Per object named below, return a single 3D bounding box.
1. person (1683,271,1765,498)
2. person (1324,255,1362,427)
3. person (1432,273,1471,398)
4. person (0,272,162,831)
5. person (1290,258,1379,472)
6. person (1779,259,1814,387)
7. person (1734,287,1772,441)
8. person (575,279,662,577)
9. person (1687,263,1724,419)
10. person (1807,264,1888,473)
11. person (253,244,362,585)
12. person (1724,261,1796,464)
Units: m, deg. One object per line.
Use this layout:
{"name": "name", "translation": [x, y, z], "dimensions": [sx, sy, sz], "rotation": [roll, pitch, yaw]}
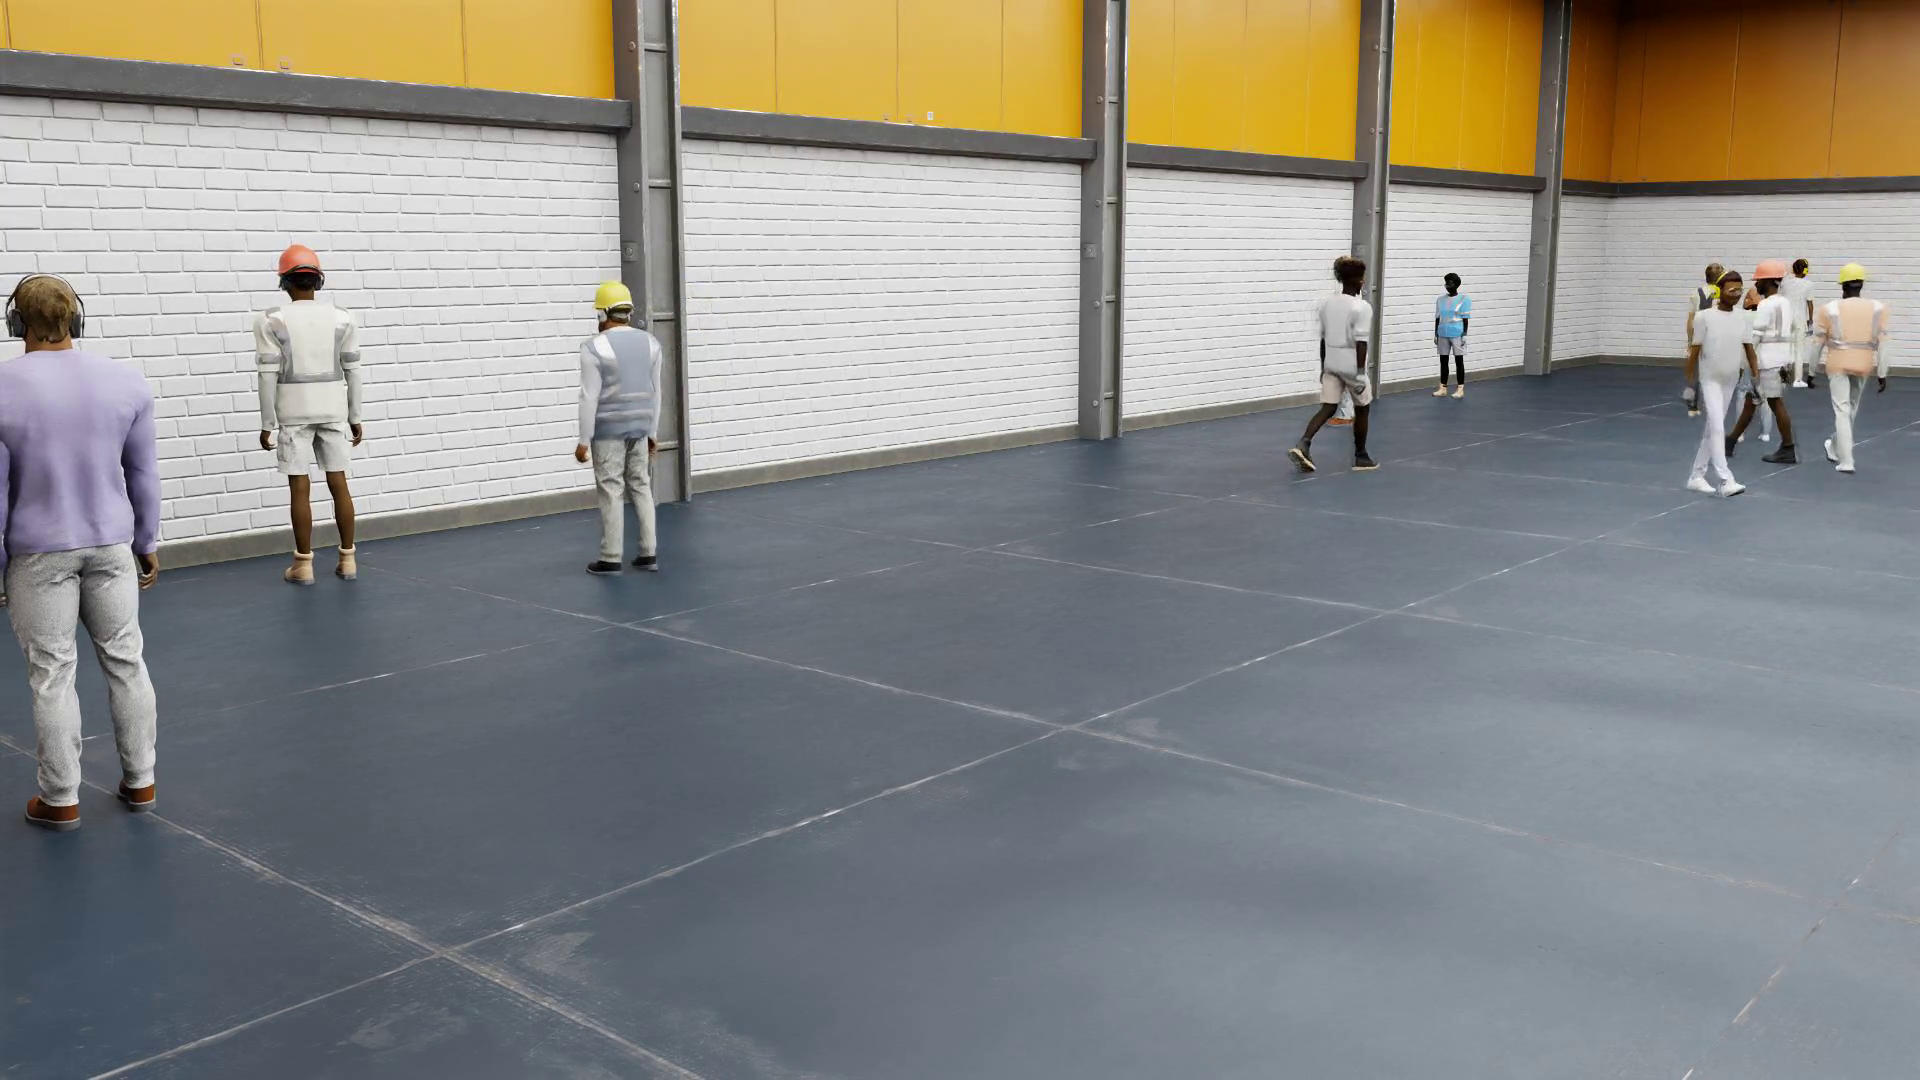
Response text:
{"name": "person", "translation": [6.249, -1.253, 13.506], "dimensions": [0.541, 1.826, 0.932], "rotation": [-2, 10, -9]}
{"name": "person", "translation": [4.362, -2.248, 18.876], "dimensions": [0.351, 1.936, 0.635], "rotation": [5, 11, 25]}
{"name": "person", "translation": [6.658, -2.770, 22.552], "dimensions": [0.319, 1.691, 0.531], "rotation": [-9, 14, -42]}
{"name": "person", "translation": [-3.115, 0.045, 5.816], "dimensions": [0.372, 1.940, 0.632], "rotation": [10, 14, 44]}
{"name": "person", "translation": [3.428, -1.568, 15.023], "dimensions": [0.909, 1.938, 0.609], "rotation": [-6, 12, -32]}
{"name": "person", "translation": [12.207, -3.169, 24.315], "dimensions": [0.315, 1.869, 0.526], "rotation": [-9, 13, -41]}
{"name": "person", "translation": [8.347, -1.845, 17.500], "dimensions": [0.511, 1.623, 0.323], "rotation": [1, 10, 6]}
{"name": "person", "translation": [-2.114, -0.687, 10.289], "dimensions": [0.404, 1.832, 0.596], "rotation": [8, 13, 38]}
{"name": "person", "translation": [8.900, -2.358, 19.768], "dimensions": [0.329, 1.842, 0.509], "rotation": [-10, 14, -43]}
{"name": "person", "translation": [8.102, -1.579, 15.251], "dimensions": [0.598, 1.864, 0.999], "rotation": [1, 10, 8]}
{"name": "person", "translation": [-3.933, -0.752, 10.059], "dimensions": [0.615, 2.040, 0.380], "rotation": [-8, 13, -37]}
{"name": "person", "translation": [7.553, -1.688, 15.792], "dimensions": [0.952, 1.889, 0.562], "rotation": [9, 13, 40]}
